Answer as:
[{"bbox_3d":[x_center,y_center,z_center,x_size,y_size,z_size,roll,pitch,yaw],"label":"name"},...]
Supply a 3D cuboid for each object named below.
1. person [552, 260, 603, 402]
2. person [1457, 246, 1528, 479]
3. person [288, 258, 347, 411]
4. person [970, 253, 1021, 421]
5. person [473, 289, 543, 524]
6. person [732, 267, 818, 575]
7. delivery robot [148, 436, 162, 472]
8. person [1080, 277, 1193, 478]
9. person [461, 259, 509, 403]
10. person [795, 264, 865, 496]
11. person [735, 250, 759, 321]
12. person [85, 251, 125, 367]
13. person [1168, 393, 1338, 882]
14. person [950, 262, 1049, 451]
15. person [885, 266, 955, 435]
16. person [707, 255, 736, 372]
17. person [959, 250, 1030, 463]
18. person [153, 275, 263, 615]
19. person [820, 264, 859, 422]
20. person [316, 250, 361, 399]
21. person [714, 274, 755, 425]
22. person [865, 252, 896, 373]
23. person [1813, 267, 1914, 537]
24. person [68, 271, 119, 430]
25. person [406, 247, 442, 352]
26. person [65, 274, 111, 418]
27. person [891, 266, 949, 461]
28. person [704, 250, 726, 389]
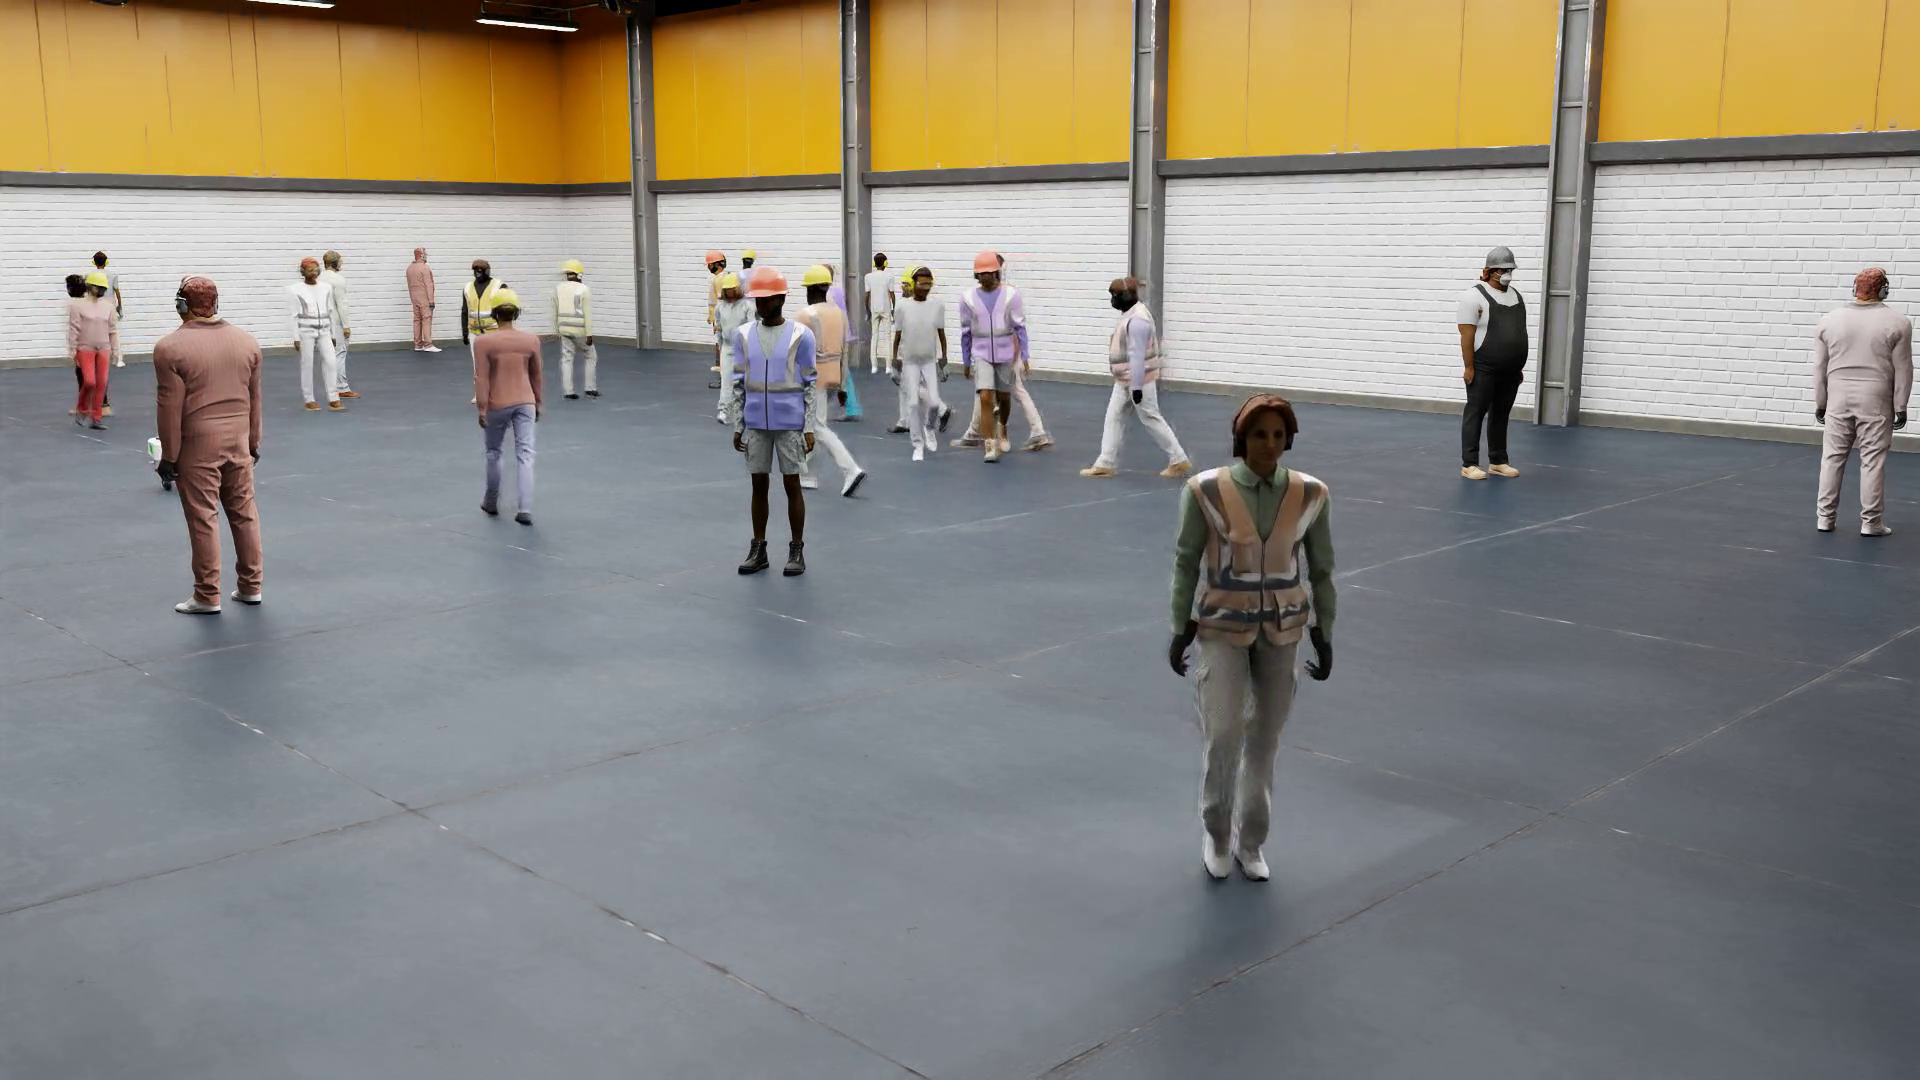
[{"bbox_3d":[-4.915,-2.699,21.489,0.616,1.804,0.685,5,11,24],"label":"person"},{"bbox_3d":[4.725,-1.553,14.613,0.685,2.000,0.538,-5,12,-26],"label":"person"},{"bbox_3d":[-7.739,-2.458,20.051,0.803,1.854,0.607,10,14,42],"label":"person"},{"bbox_3d":[0.399,-2.342,19.199,0.635,1.948,0.789,-3,11,-17],"label":"person"},{"bbox_3d":[-3.404,-1.009,12.480,0.542,1.722,0.862,-6,12,-31],"label":"person"},{"bbox_3d":[-1.173,-0.736,10.437,0.552,1.936,0.360,2,11,12],"label":"person"},{"bbox_3d":[-6.508,-0.770,14.144,0.707,0.478,0.477,-4,11,-20],"label":"delivery robot"},{"bbox_3d":[1.593,-1.412,14.575,0.957,1.788,0.647,-1,10,-6],"label":"person"},{"bbox_3d":[-6.028,-2.646,21.150,0.636,1.836,0.429,1,10,8],"label":"person"},{"bbox_3d":[-1.117,-1.320,13.728,0.885,1.900,0.585,7,12,32],"label":"person"},{"bbox_3d":[-3.412,-3.761,27.056,0.604,1.898,0.648,-8,13,-37],"label":"person"},{"bbox_3d":[-13.853,-3.728,26.938,0.520,1.873,0.328,-5,12,-27],"label":"person"},{"bbox_3d":[0.964,0.332,5.443,0.545,1.621,0.395,-1,10,-6],"label":"person"},{"bbox_3d":[0.424,-1.827,16.470,1.051,1.932,0.629,5,12,27],"label":"person"},{"bbox_3d":[-0.430,-1.997,17.662,0.700,1.809,0.602,1,10,6],"label":"person"},{"bbox_3d":[-3.735,-3.562,26.098,0.506,1.847,0.345,-9,14,-40],"label":"person"},{"bbox_3d":[0.330,-1.766,15.912,0.684,2.000,0.970,1,10,3],"label":"person"},{"bbox_3d":[-4.257,-0.534,9.421,0.410,1.909,0.643,6,12,30],"label":"person"},{"bbox_3d":[-1.571,-2.236,18.969,0.904,1.797,0.591,1,10,5],"label":"person"},{"bbox_3d":[-8.156,-2.802,21.701,0.627,1.940,0.371,8,13,39],"label":"person"},{"bbox_3d":[-2.539,-2.154,18.853,0.496,1.689,0.930,1,10,4],"label":"person"},{"bbox_3d":[-1.220,-3.516,25.806,0.509,1.865,0.329,2,11,11],"label":"person"},{"bbox_3d":[6.417,-0.977,11.840,0.643,1.909,0.409,10,14,43],"label":"person"},{"bbox_3d":[-9.486,-2.077,18.258,0.377,1.739,0.550,7,12,33],"label":"person"},{"bbox_3d":[-9.839,-4.402,30.507,0.641,1.912,0.410,8,13,36],"label":"person"},{"bbox_3d":[-10.278,-2.251,19.389,0.675,1.670,0.541,-1,10,-6],"label":"person"},{"bbox_3d":[-0.379,-1.670,15.795,0.556,1.838,0.545,-1,10,-7],"label":"person"},{"bbox_3d":[-3.377,-3.078,23.233,0.367,1.930,0.542,-1,10,-4],"label":"person"}]
